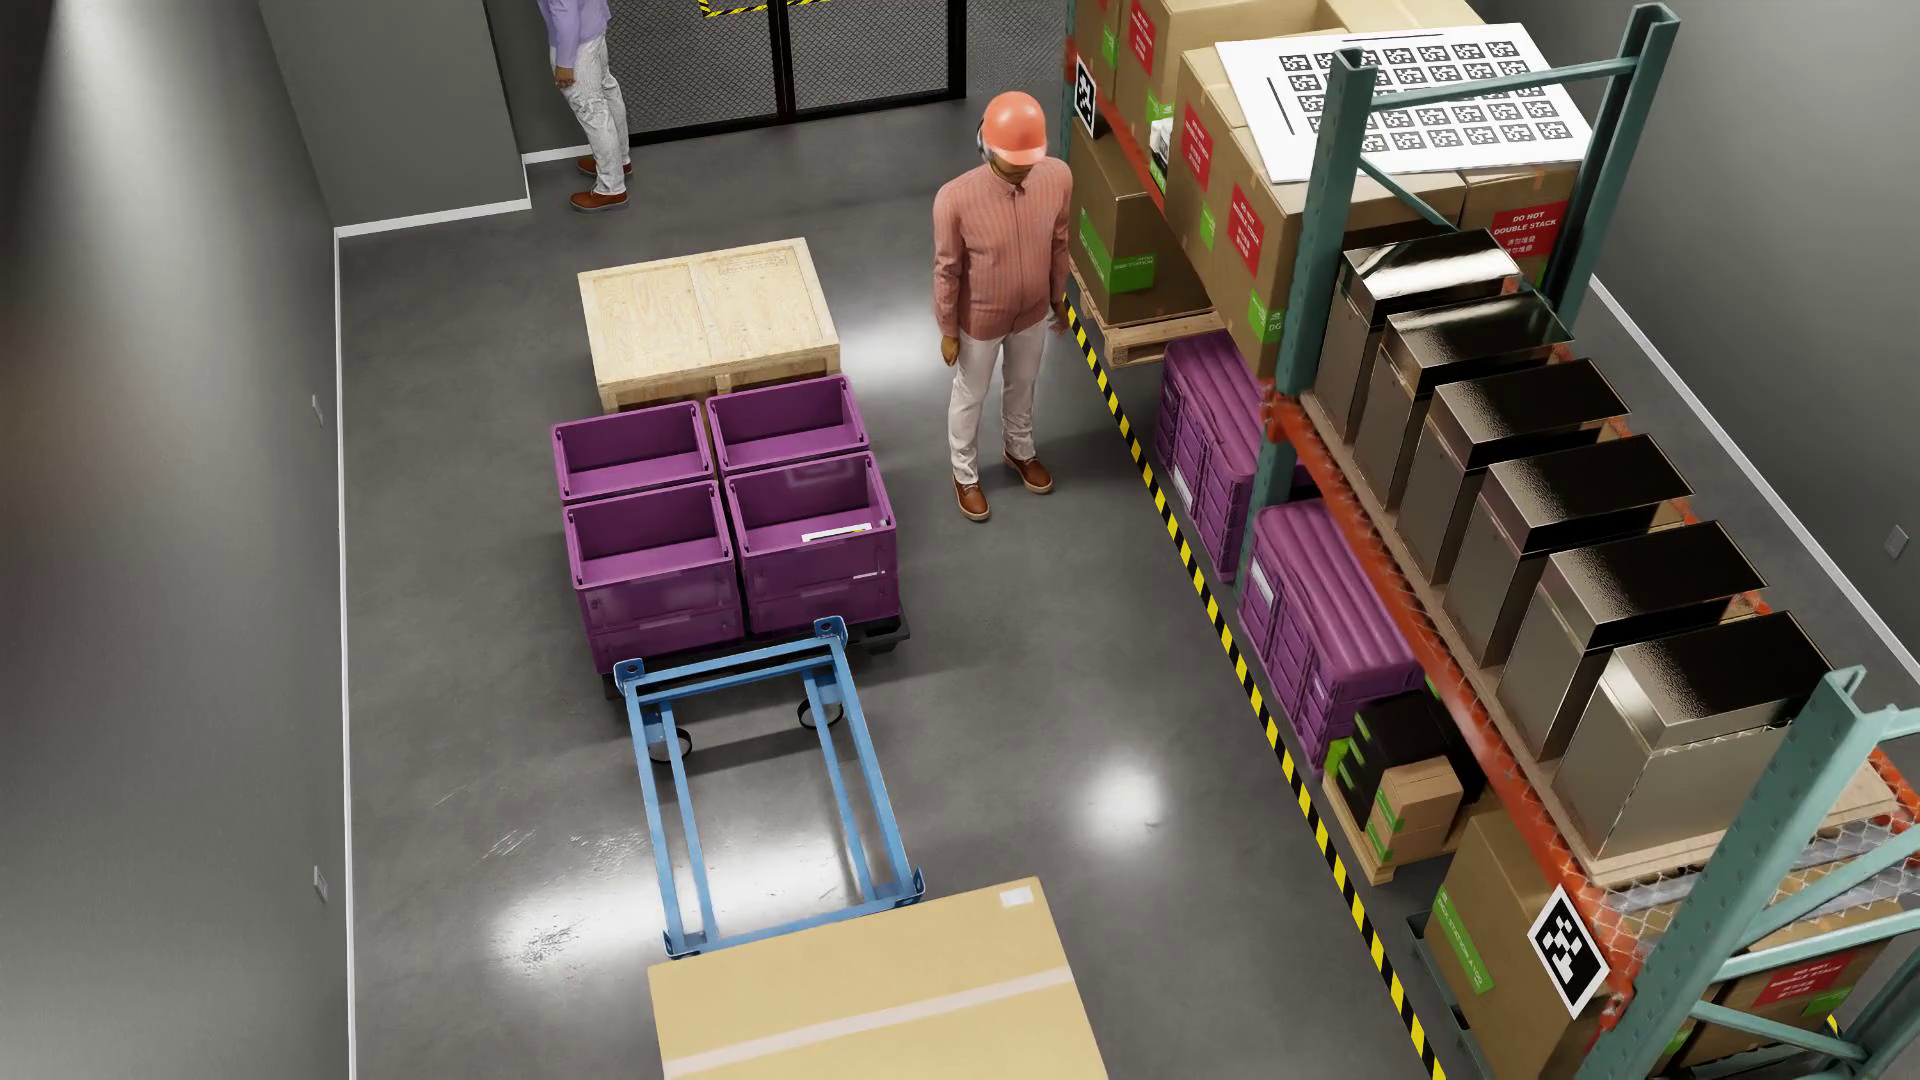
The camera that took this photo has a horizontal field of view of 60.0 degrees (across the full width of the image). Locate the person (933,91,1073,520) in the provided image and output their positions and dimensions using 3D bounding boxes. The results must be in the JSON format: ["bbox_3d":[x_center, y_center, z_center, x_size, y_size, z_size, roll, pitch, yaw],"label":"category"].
[{"bbox_3d":[0.179,-0.926,6.701,0.608,1.993,0.379,-22,51,-19],"label":"person"}]

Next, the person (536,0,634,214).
[{"bbox_3d":[-1.897,-2.512,8.194,0.352,1.937,0.635,1,47,1],"label":"person"}]
